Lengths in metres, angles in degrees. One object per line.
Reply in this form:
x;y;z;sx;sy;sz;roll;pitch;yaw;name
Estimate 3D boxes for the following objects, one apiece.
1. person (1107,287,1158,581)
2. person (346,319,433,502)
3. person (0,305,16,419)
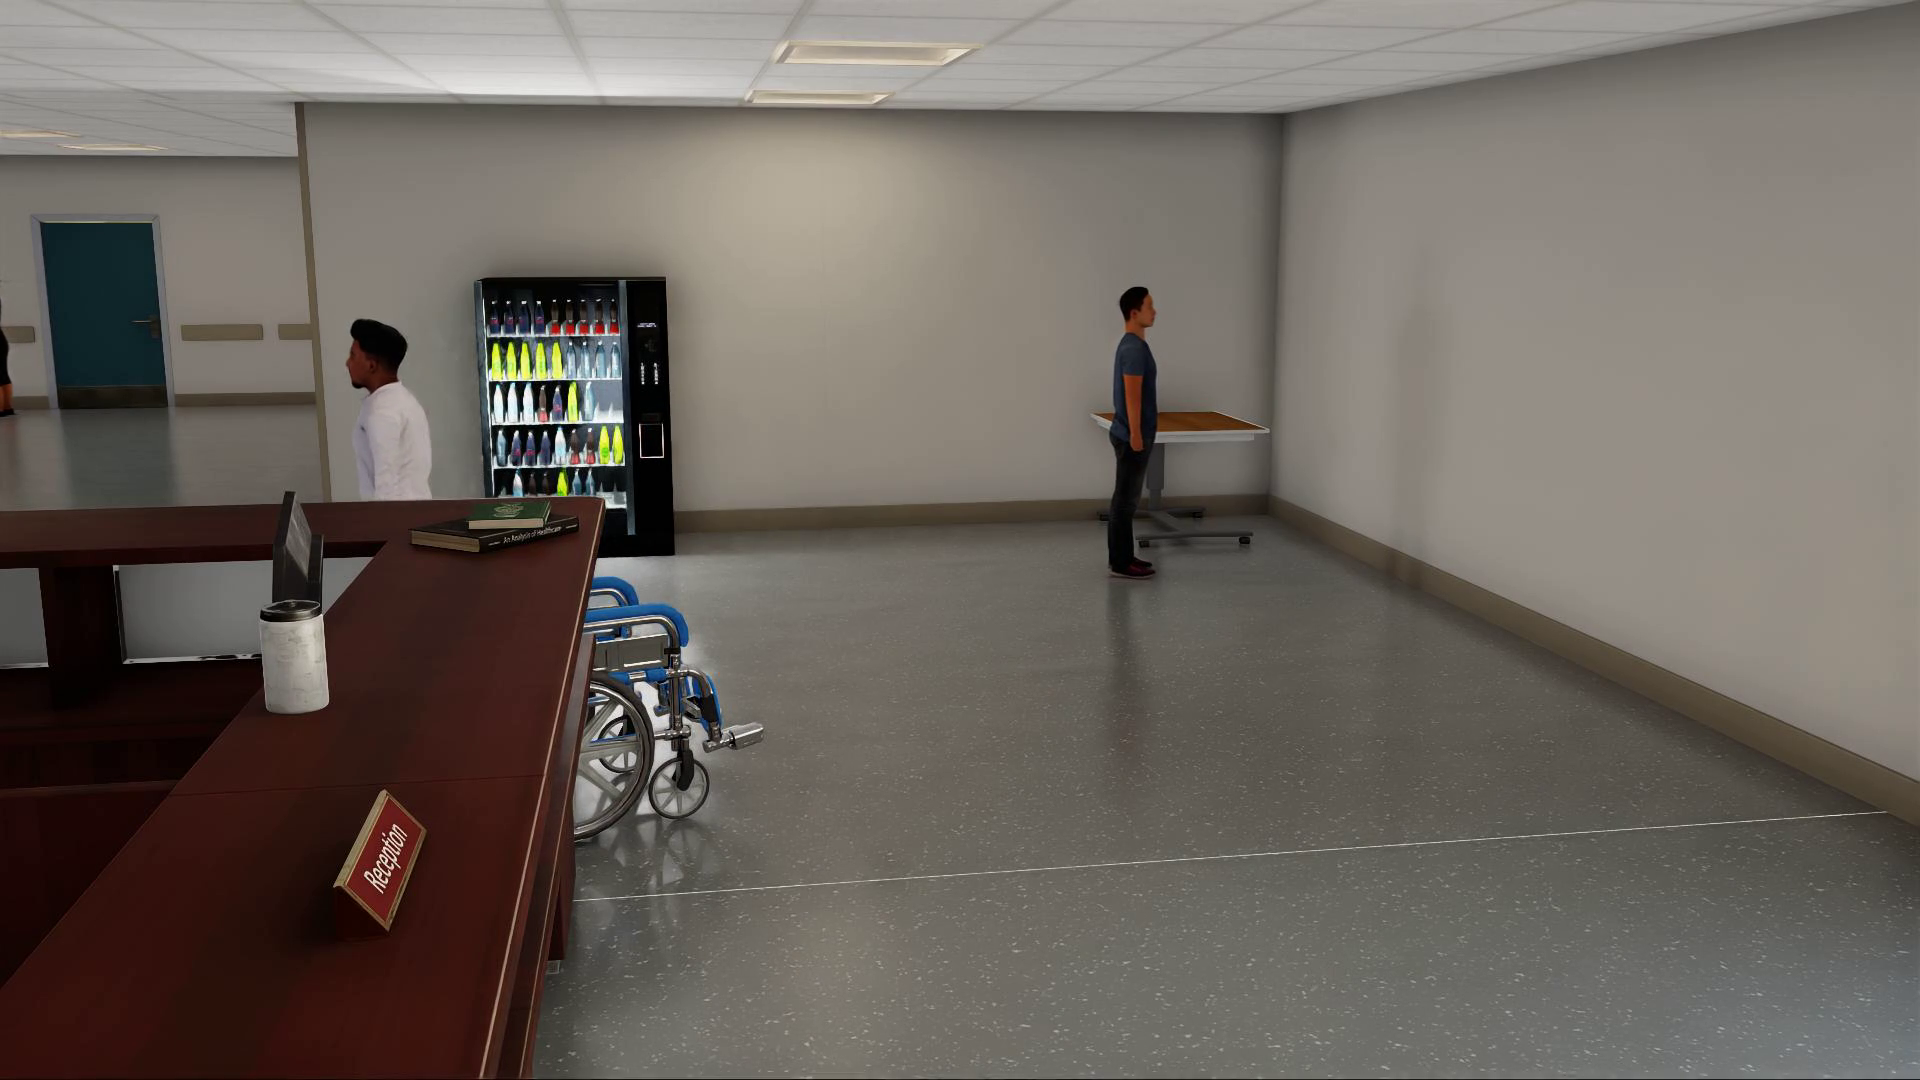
1.080;-0.681;10.460;0.648;1.810;0.705;1;11;7;person
-2.289;-0.023;7.049;1.040;1.789;0.709;-1;11;-4;person
-11.124;-2.257;19.146;0.506;1.667;0.595;-2;11;-8;person
